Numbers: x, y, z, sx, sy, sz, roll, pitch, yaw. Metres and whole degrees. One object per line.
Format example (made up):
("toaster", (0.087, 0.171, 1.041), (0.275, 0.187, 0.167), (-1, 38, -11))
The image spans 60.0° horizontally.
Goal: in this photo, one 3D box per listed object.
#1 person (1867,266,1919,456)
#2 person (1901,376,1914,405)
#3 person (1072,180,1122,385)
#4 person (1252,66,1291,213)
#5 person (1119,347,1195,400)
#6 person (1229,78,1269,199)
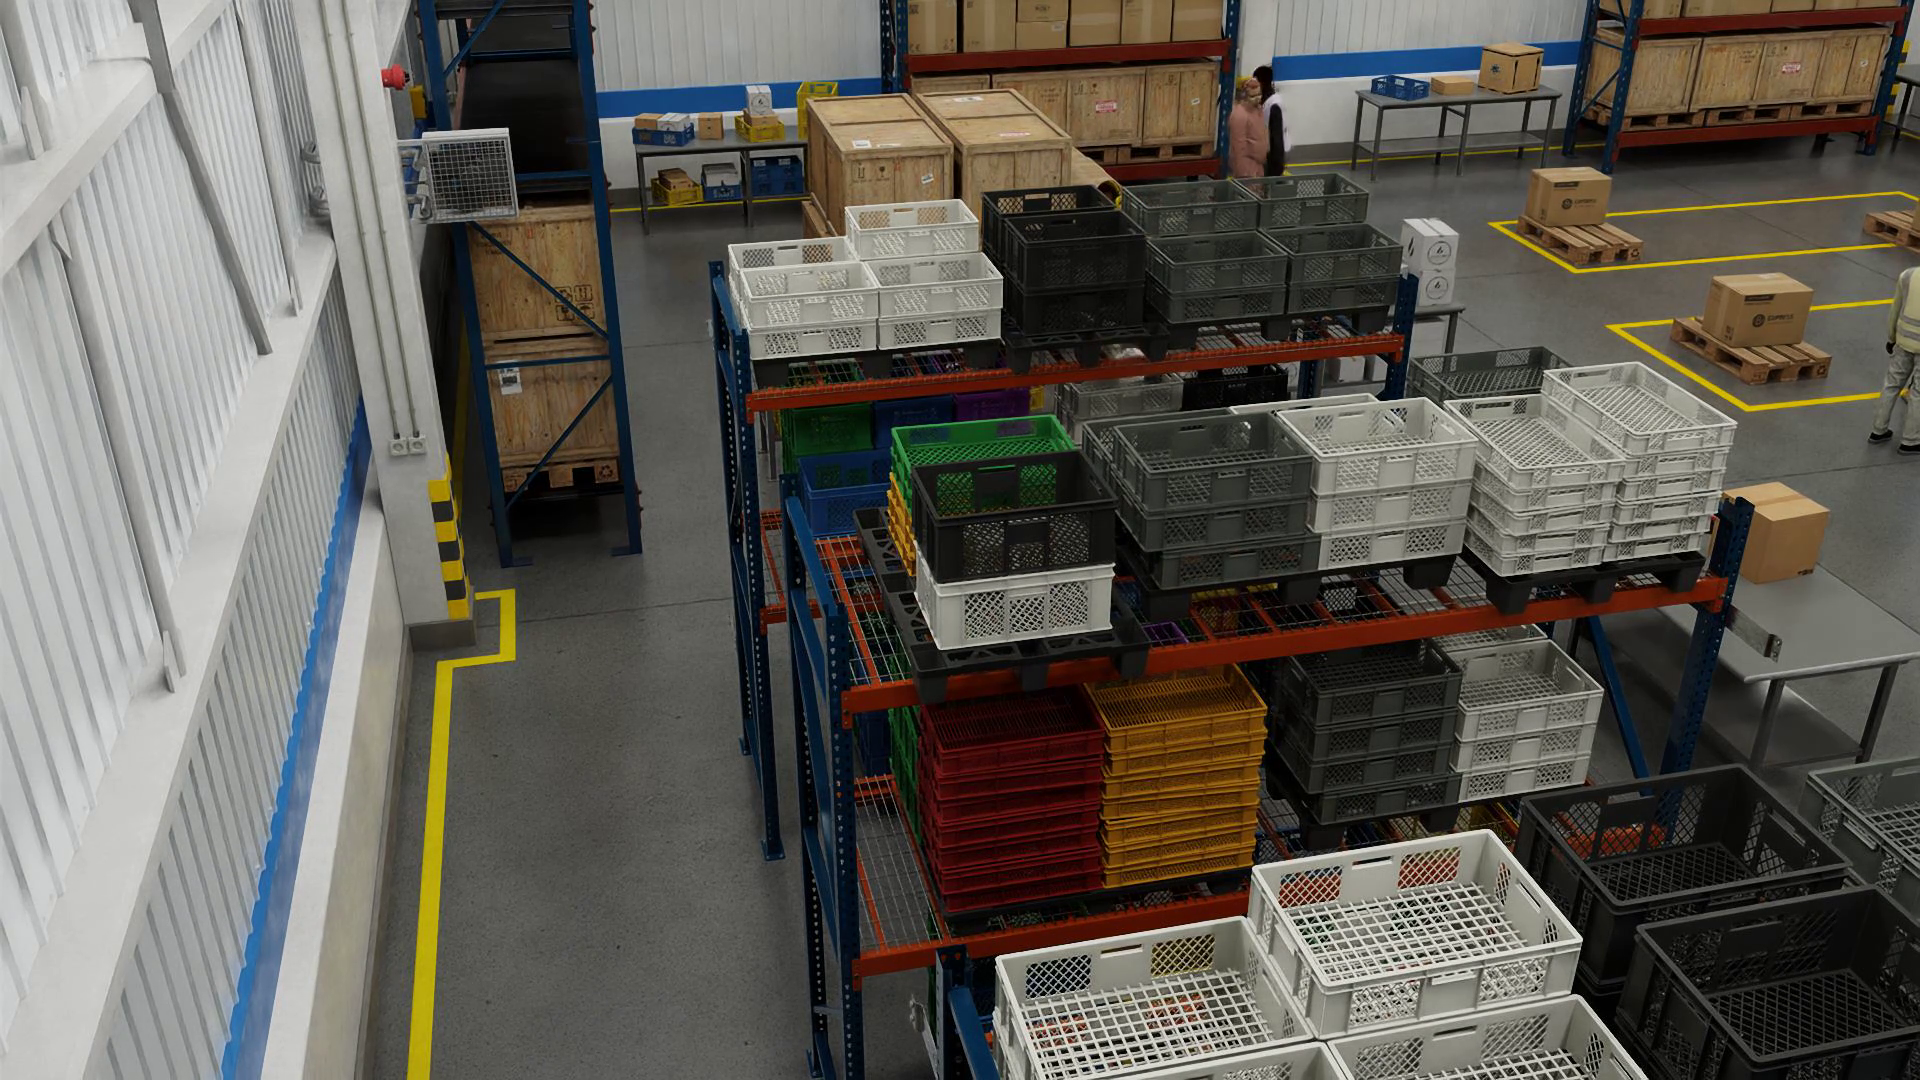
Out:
("person", (7.737, -1.580, 13.352), (0.404, 1.831, 0.600), (-15, 31, -26))
("person", (8.469, -1.939, 14.185), (0.533, 1.691, 0.319), (11, 30, 20))
("person", (1.249, -2.227, 14.536), (0.513, 1.875, 0.328), (16, 32, 27))
("person", (3.387, -4.337, 18.564), (0.834, 1.863, 0.621), (-2, 28, -3))
("person", (1.320, -0.712, 11.697), (0.589, 1.850, 0.927), (14, 31, 25))
("person", (3.113, -4.083, 18.063), (0.564, 1.875, 0.693), (14, 31, 25))
